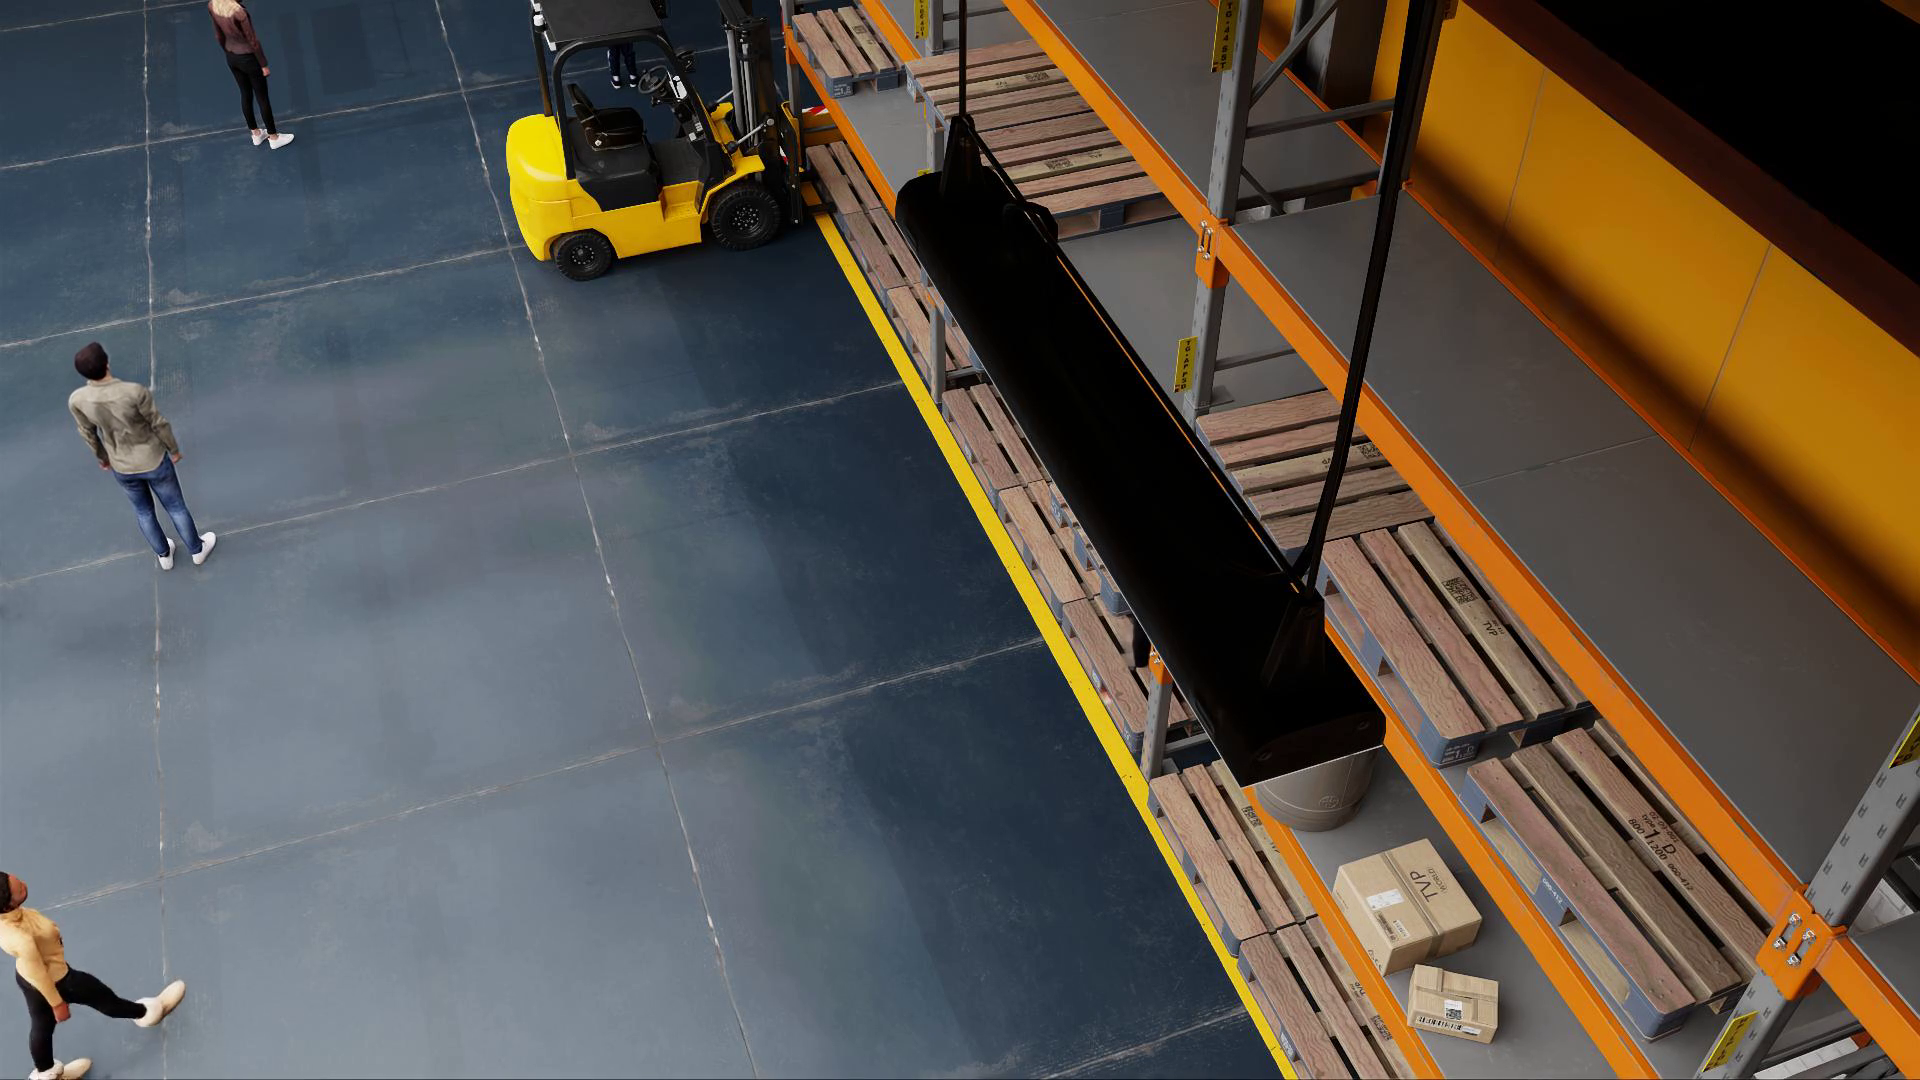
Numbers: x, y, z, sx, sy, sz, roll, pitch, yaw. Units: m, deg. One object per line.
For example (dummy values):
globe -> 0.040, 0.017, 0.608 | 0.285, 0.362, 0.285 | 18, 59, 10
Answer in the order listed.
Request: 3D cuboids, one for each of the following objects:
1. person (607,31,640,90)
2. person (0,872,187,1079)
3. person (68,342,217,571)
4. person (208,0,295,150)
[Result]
person -> -3.389, -5.086, 16.446 | 0.528, 1.255, 0.506 | -8, 44, -8
person -> -4.709, 2.279, 8.451 | 1.118, 1.620, 1.052 | 28, 50, 26
person -> -5.552, -0.536, 11.229 | 0.742, 1.864, 0.657 | -7, 44, -7
person -> -6.660, -4.463, 15.468 | 0.663, 1.703, 0.725 | 18, 47, 18
